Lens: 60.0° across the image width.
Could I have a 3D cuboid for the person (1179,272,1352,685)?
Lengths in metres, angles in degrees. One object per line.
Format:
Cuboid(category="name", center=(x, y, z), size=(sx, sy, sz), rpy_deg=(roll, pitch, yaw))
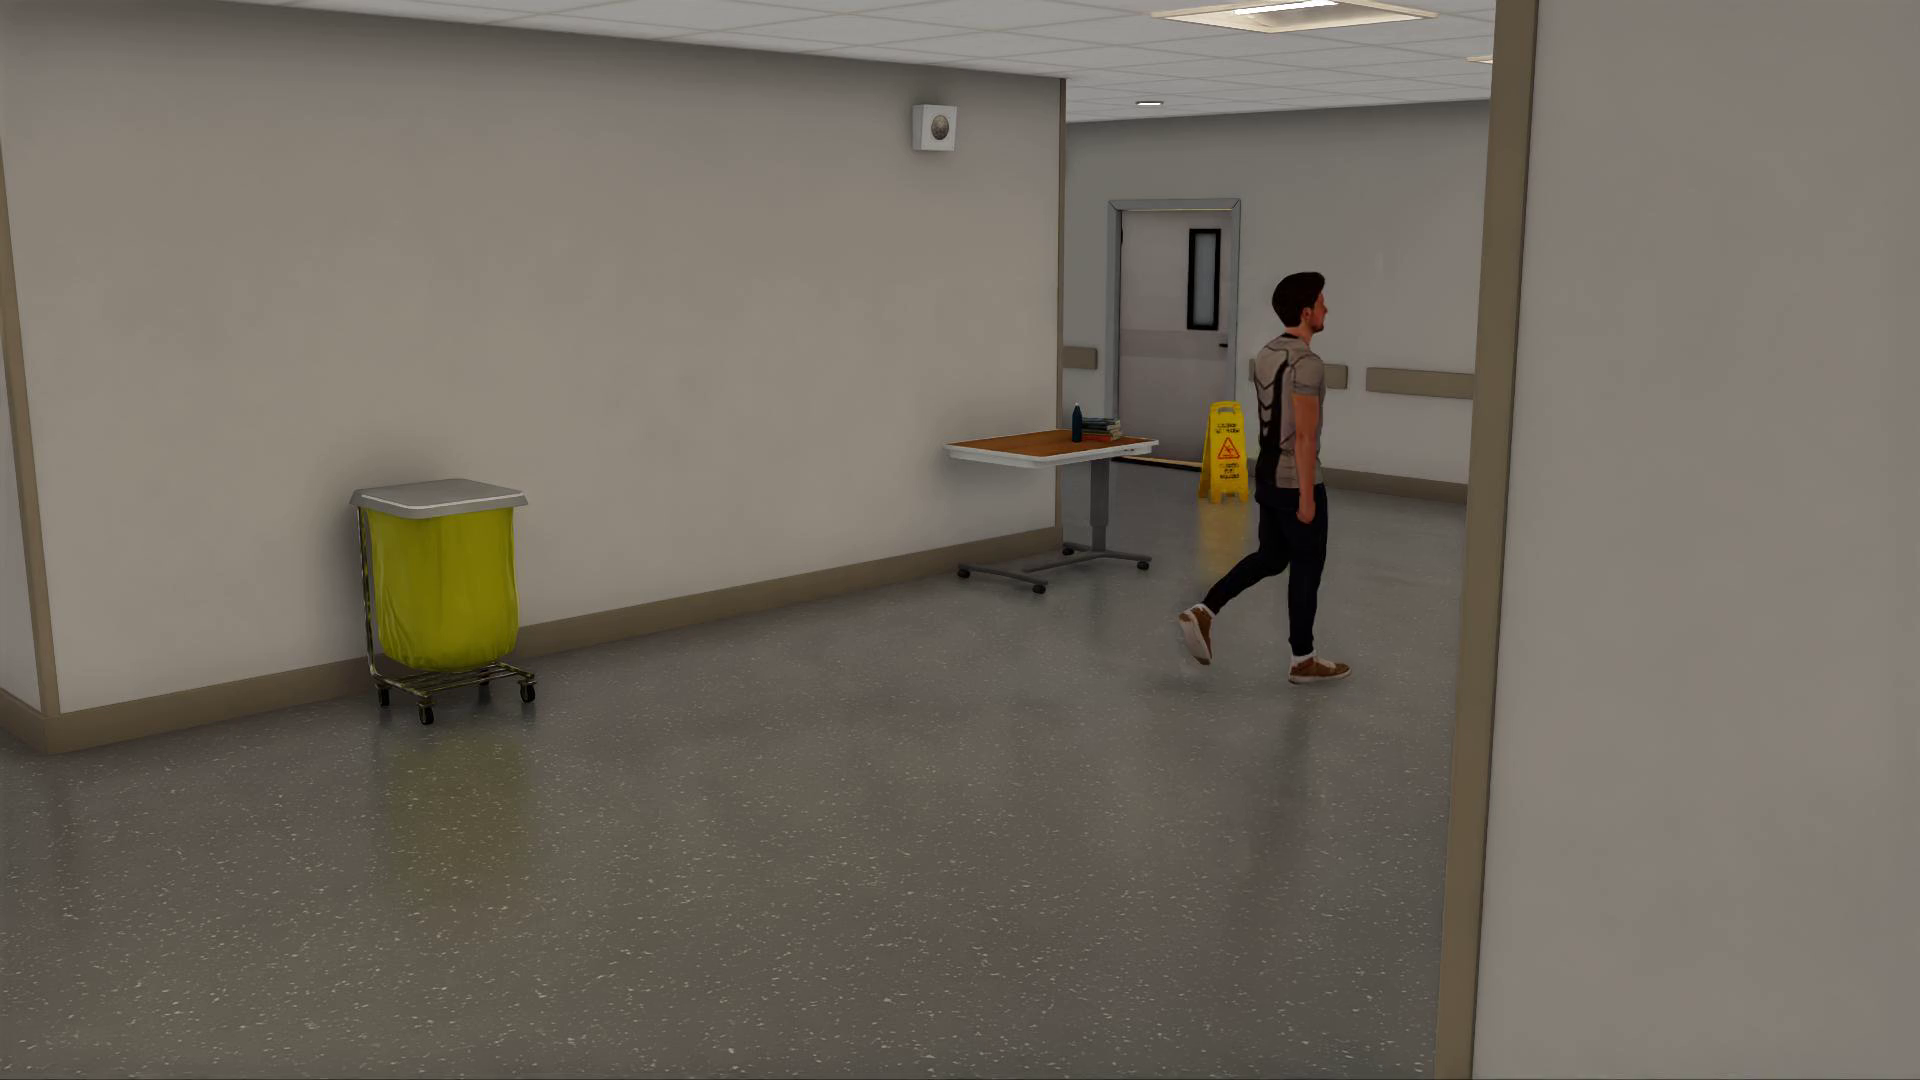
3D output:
Cuboid(category="person", center=(1.411, -0.257, 7.533), size=(1.023, 1.880, 1.083), rpy_deg=(-3, 11, -14))
